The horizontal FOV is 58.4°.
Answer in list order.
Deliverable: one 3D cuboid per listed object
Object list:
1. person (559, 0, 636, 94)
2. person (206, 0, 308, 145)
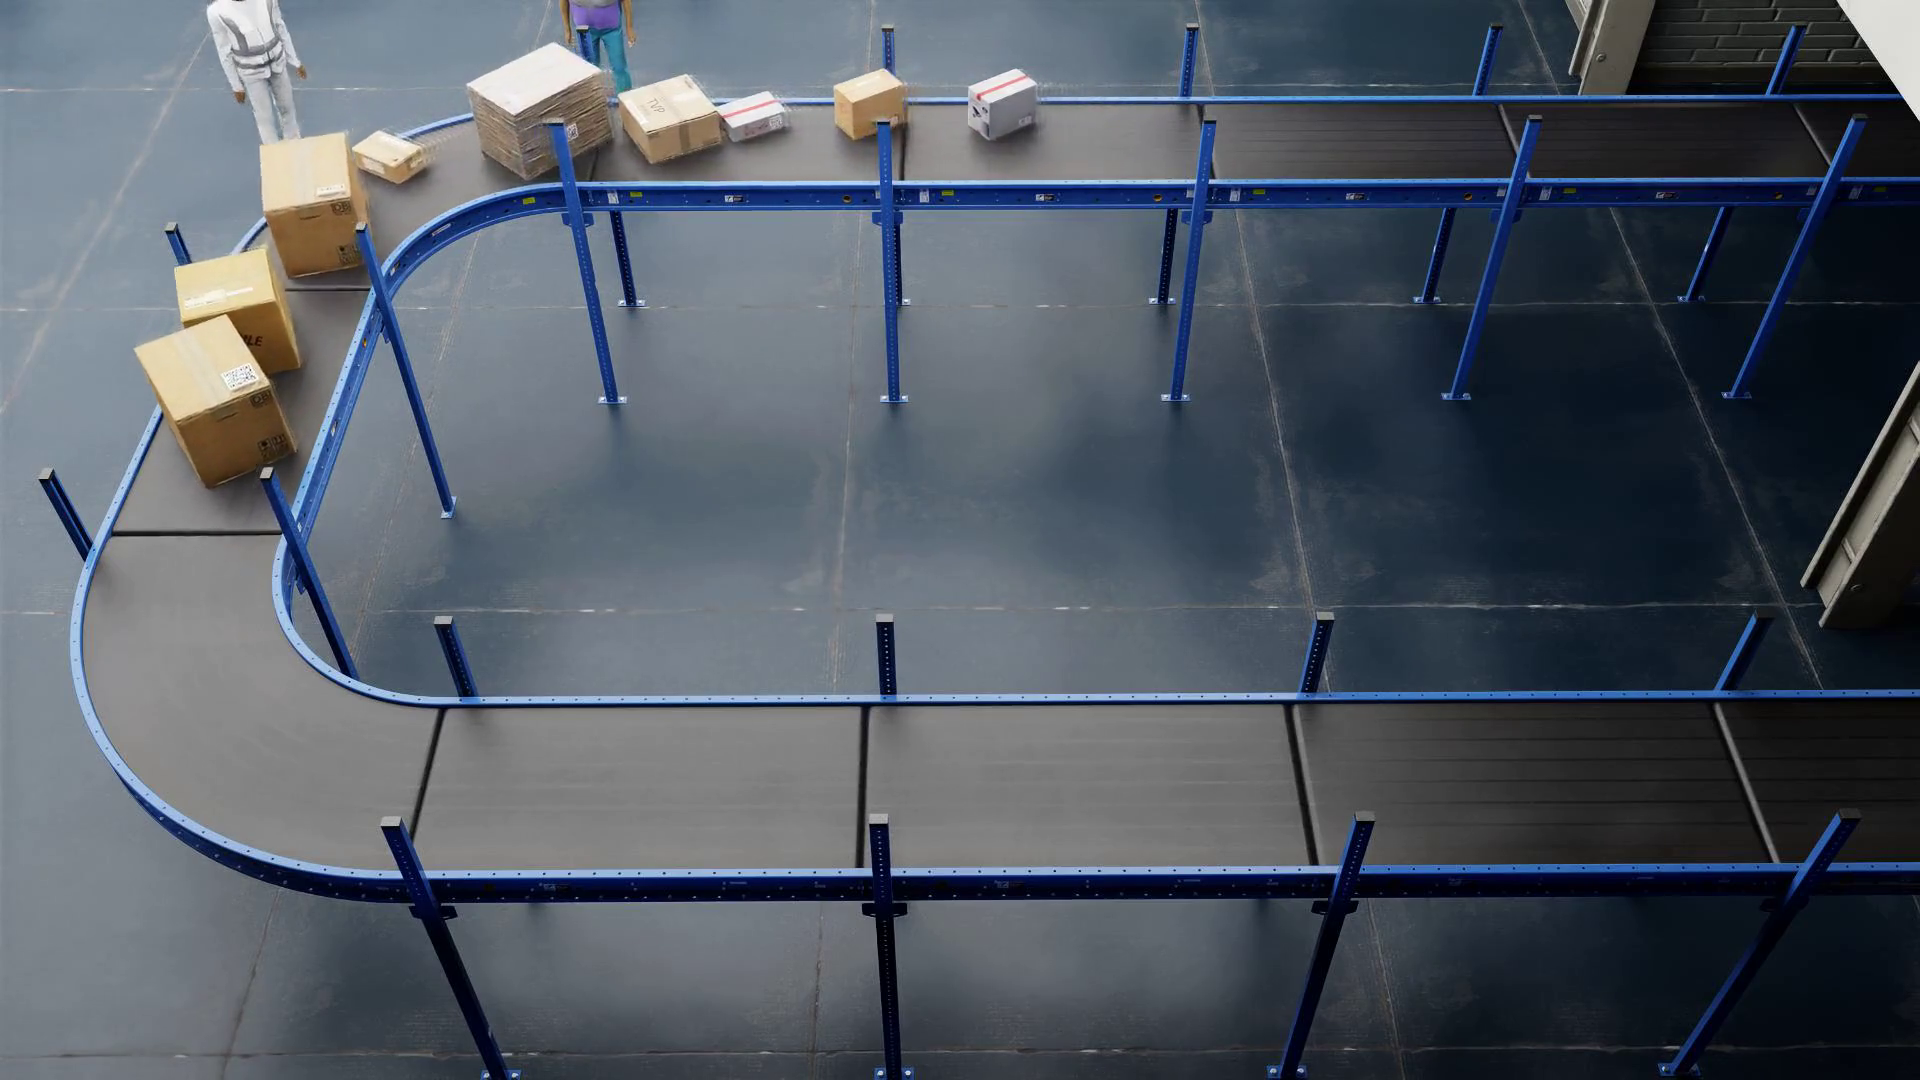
[{"bbox_3d":[-2.920,-4.172,13.909,0.575,1.843,0.374,-1,47,-1],"label":"person"},{"bbox_3d":[-5.433,-3.663,13.428,0.495,1.879,0.607,30,54,25],"label":"person"}]
